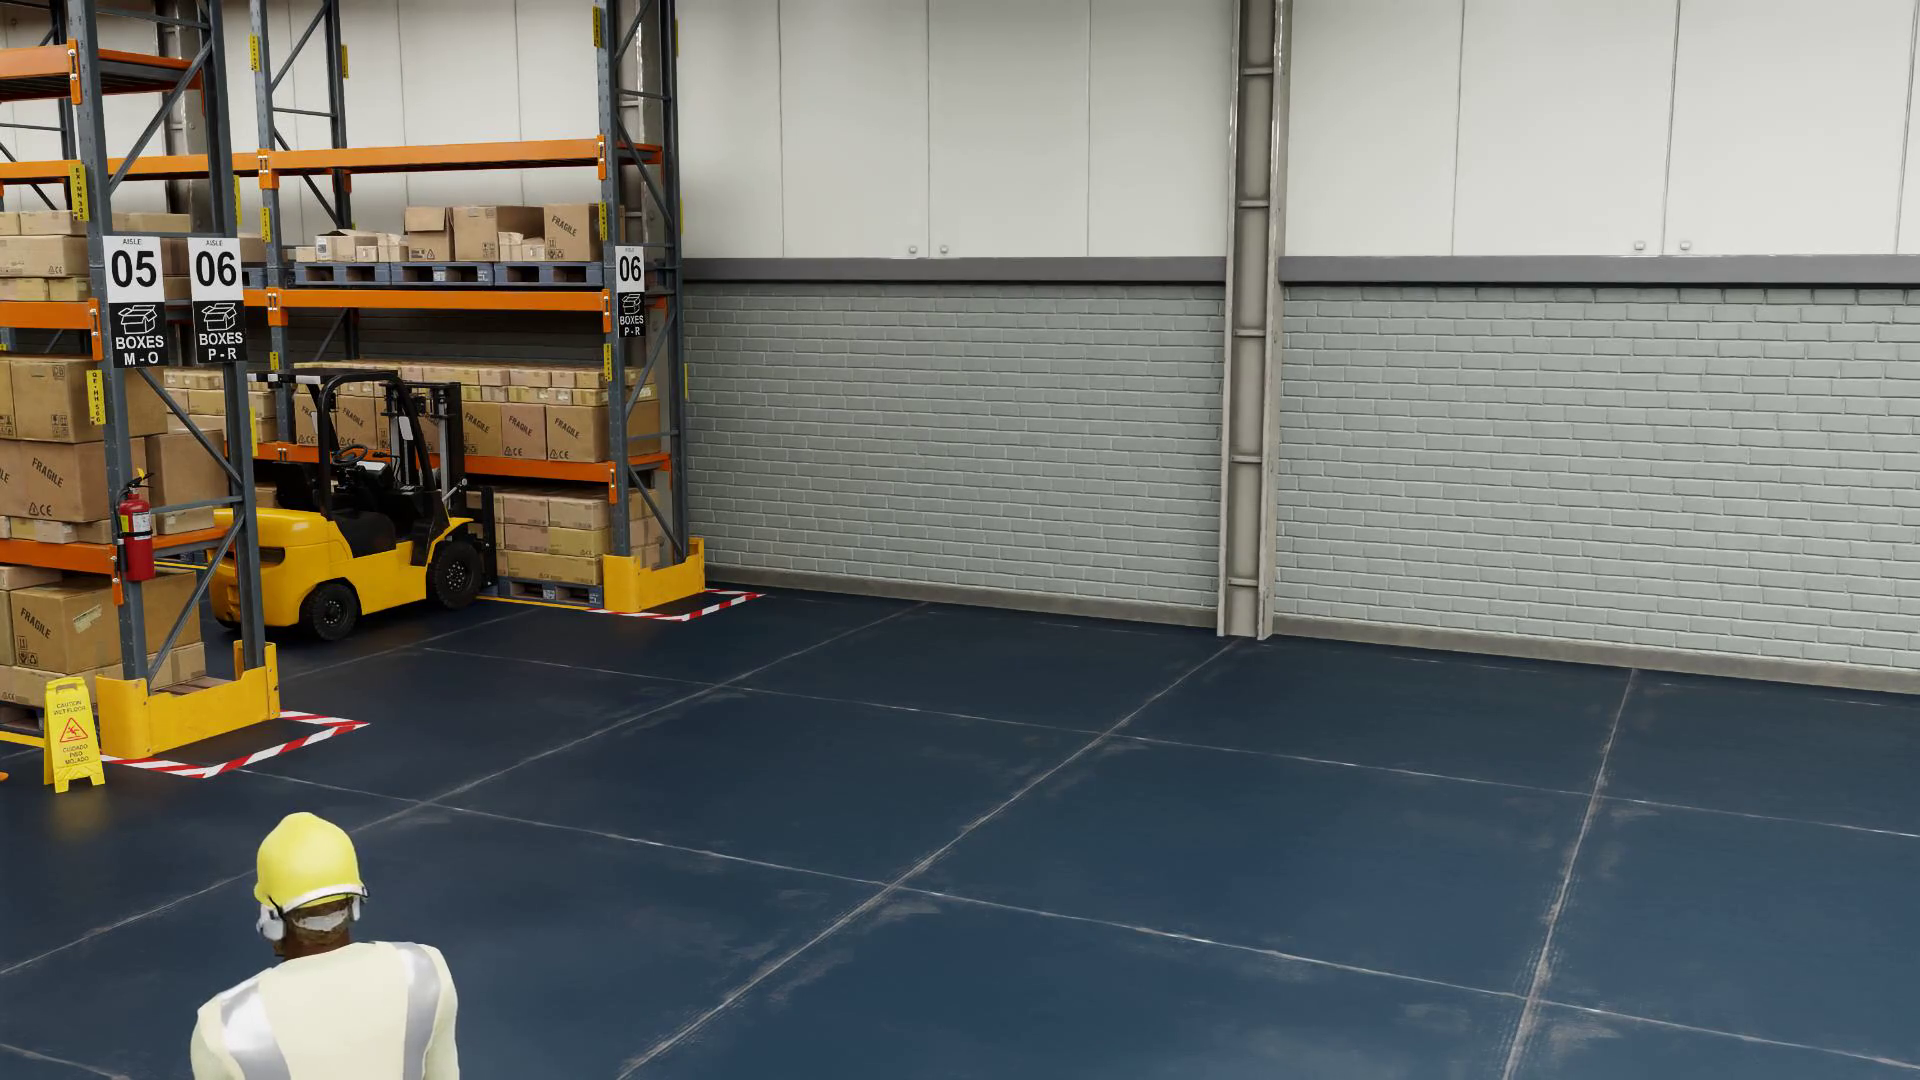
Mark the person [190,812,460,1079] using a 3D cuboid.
[{"bbox_3d":[-1.431,1.512,3.794,0.600,1.828,0.404,-8,12,-41],"label":"person"}]
